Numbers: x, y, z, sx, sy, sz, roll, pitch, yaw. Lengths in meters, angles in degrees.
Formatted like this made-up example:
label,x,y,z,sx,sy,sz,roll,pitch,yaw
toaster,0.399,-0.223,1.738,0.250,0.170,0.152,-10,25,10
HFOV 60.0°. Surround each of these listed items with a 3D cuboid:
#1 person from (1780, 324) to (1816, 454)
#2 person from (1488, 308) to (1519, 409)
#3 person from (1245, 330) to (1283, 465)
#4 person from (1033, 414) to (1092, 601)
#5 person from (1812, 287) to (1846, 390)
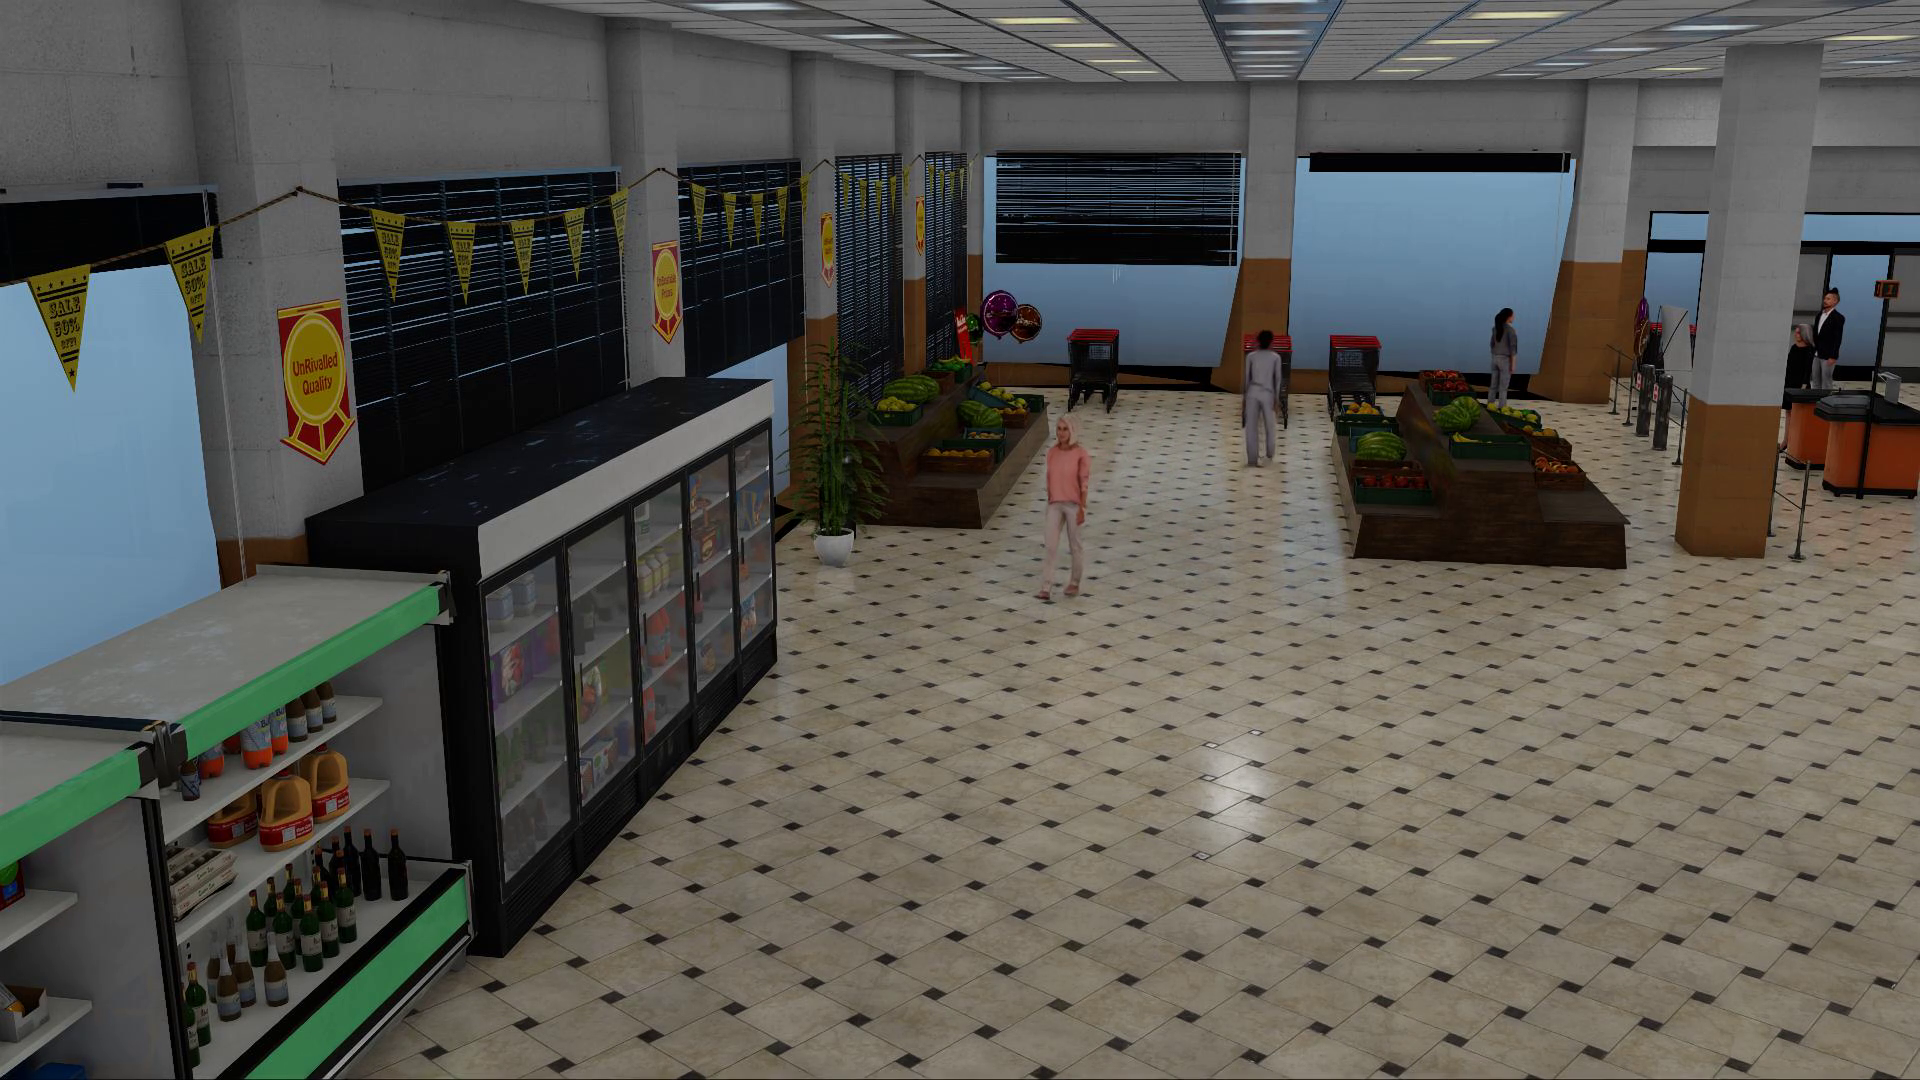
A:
label,x,y,z,sx,sy,sz,roll,pitch,yaw
person,11.113,-2.006,22.113,0.742,1.747,0.627,-3,14,-12
person,8.084,-2.626,24.817,0.781,1.677,0.697,-7,15,-26
person,3.861,-1.812,21.409,0.766,1.702,1.067,4,14,18
person,1.022,-0.310,15.224,0.808,1.698,1.047,7,15,28
person,13.088,-2.845,25.144,0.846,1.949,0.688,-3,14,-12
